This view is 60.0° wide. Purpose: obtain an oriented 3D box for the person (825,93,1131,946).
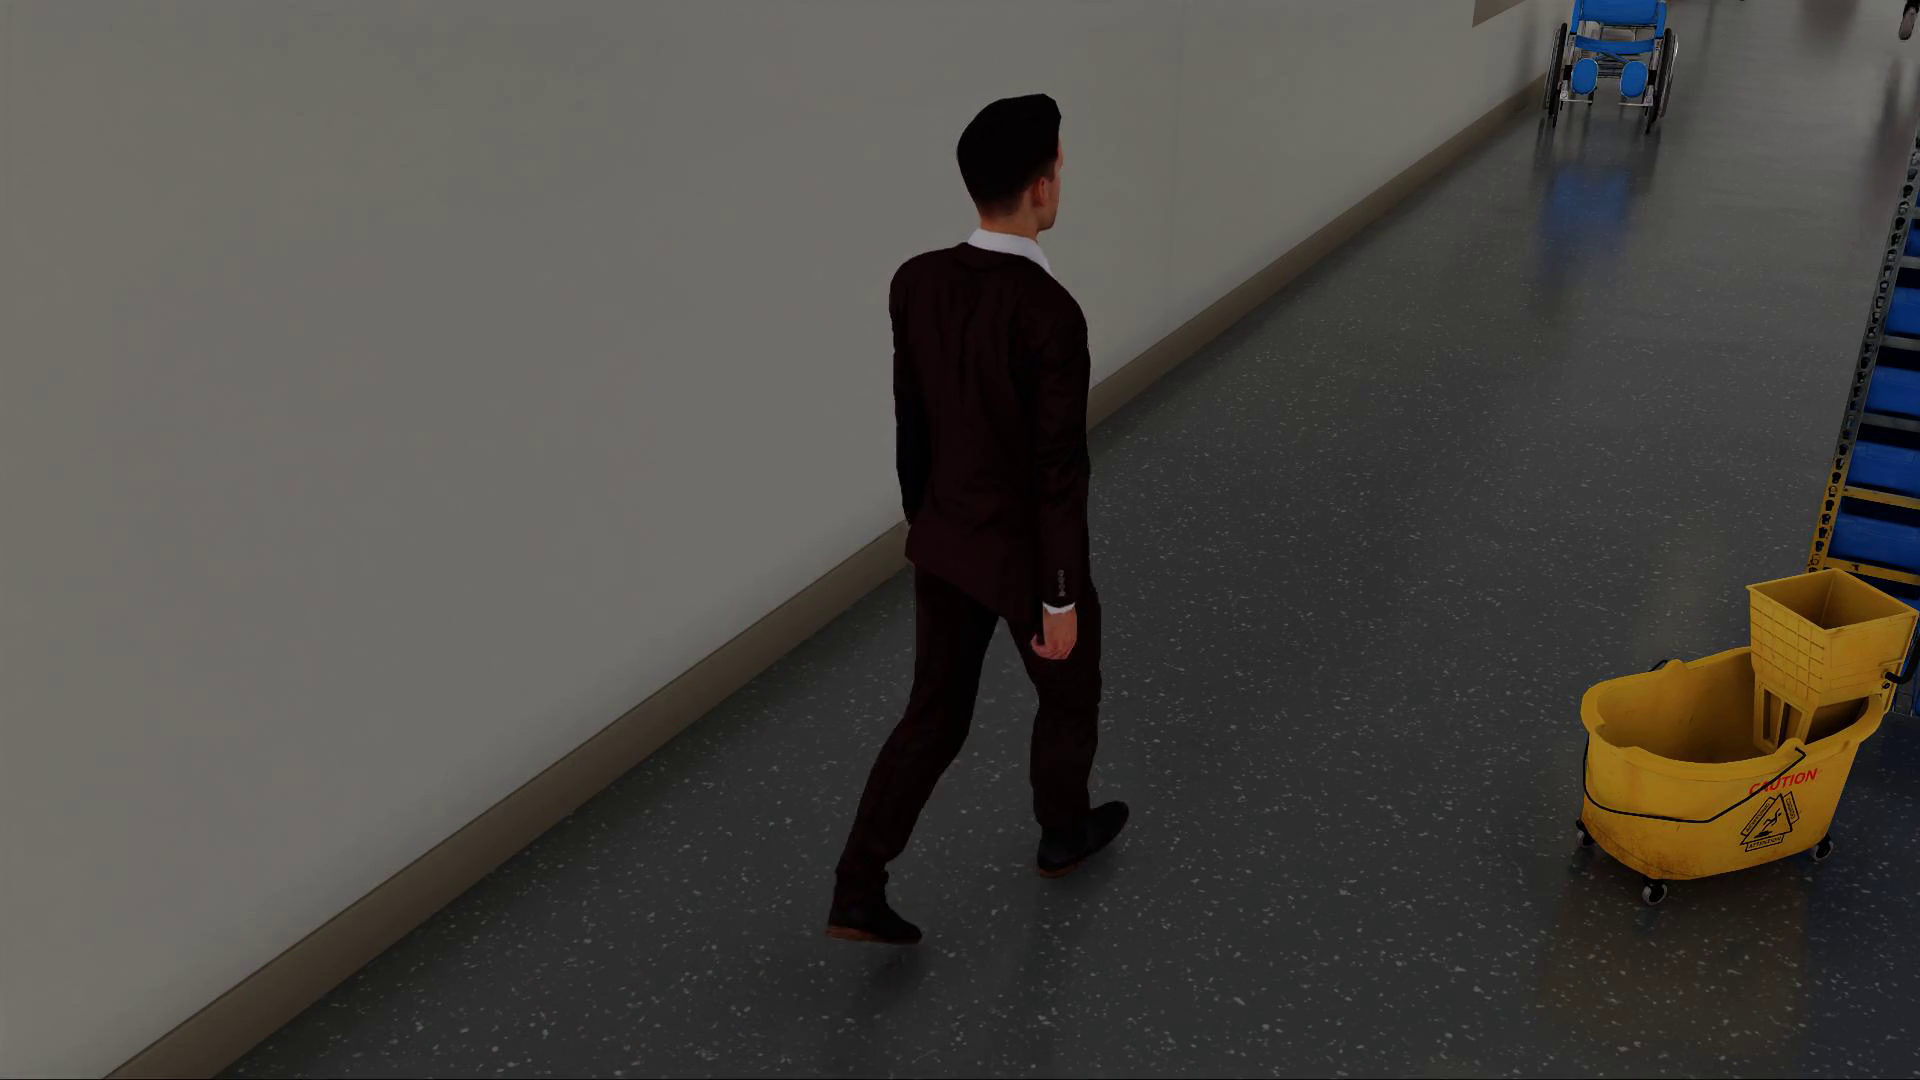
[{"bbox_3d":[0.024,0.051,3.432,1.164,1.845,0.912,21,33,36],"label":"person"}]
